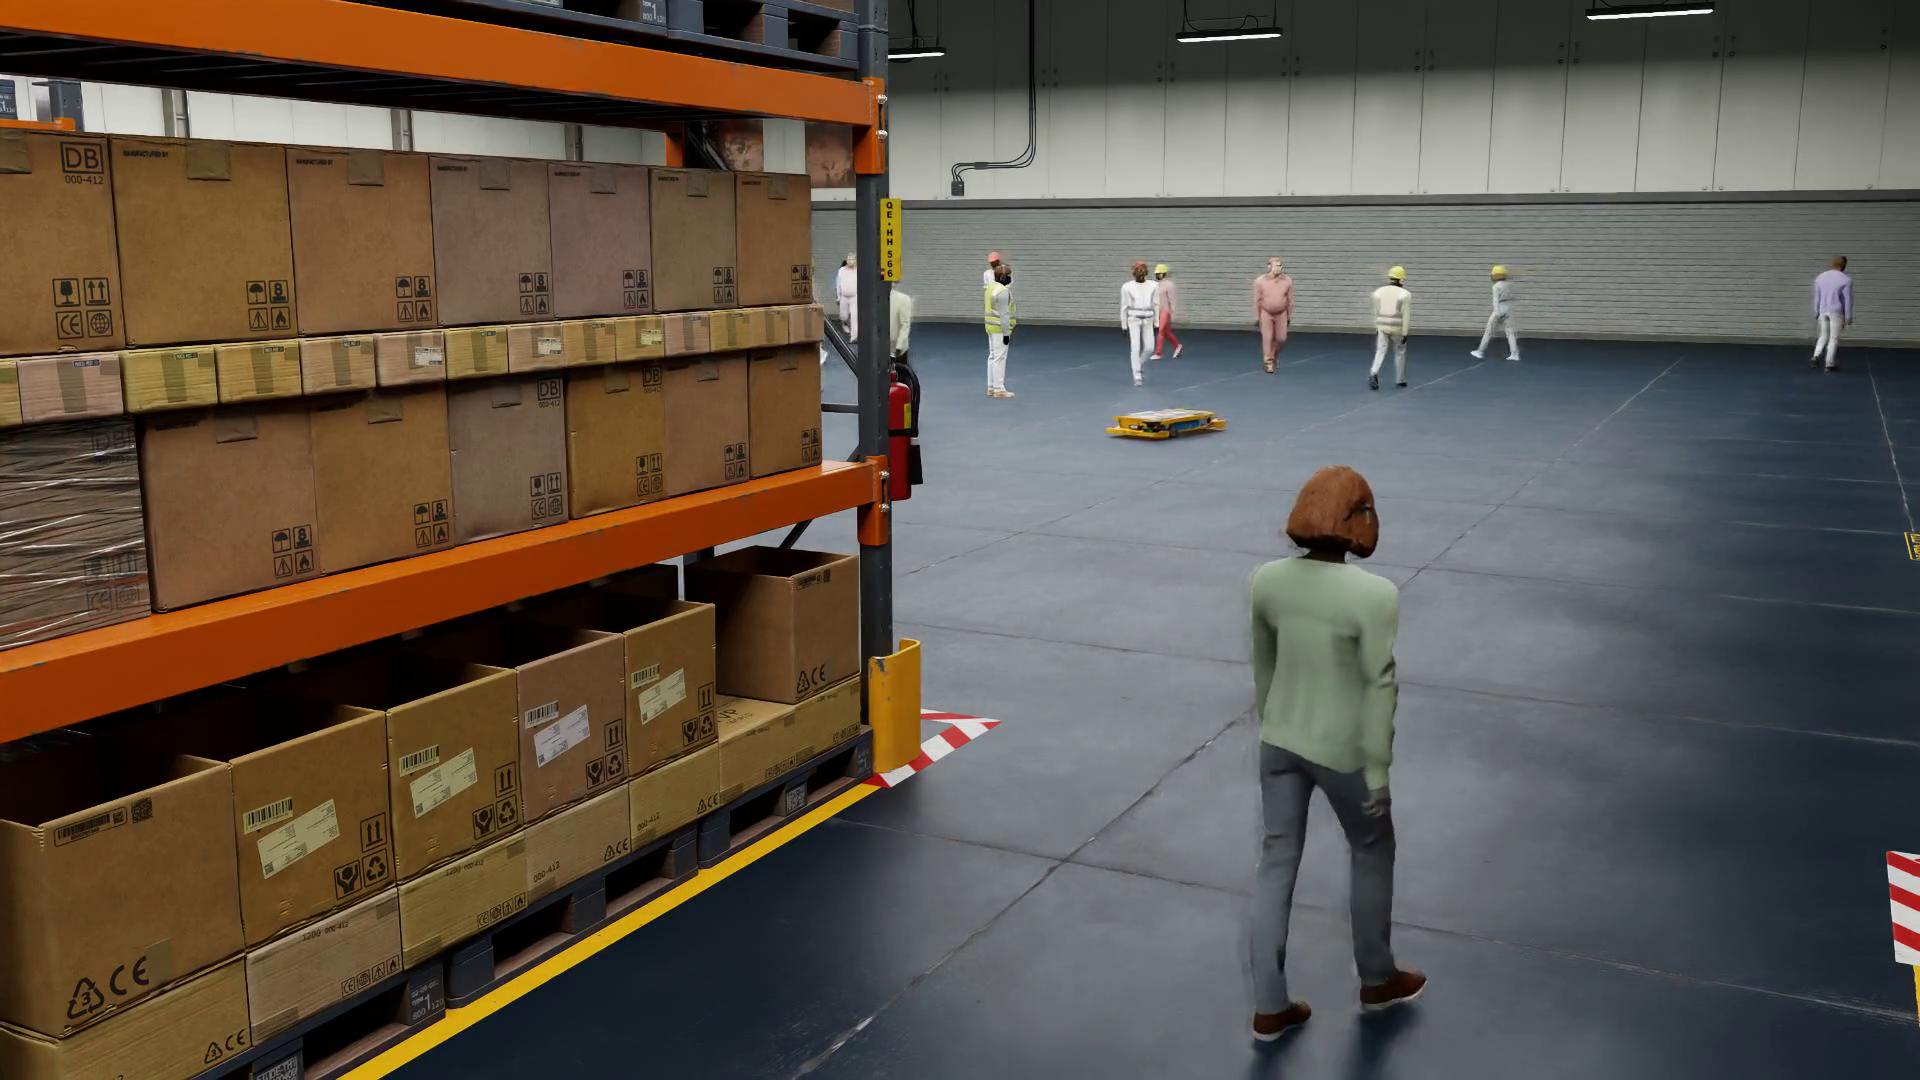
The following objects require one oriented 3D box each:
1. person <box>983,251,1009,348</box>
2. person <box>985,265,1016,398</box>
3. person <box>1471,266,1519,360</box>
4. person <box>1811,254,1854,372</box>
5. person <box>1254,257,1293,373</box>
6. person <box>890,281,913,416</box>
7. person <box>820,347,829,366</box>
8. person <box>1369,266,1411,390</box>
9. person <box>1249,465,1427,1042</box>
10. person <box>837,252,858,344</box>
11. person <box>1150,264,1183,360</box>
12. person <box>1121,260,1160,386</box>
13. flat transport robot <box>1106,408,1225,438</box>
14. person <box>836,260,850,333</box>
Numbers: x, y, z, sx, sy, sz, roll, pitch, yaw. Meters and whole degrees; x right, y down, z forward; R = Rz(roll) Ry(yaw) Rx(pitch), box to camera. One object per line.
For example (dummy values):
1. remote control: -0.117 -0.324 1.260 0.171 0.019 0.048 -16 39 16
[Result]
1. person: 0.736 -4.822 33.373 0.556 1.917 0.601 4 11 21
2. person: 0.564 -2.887 23.067 0.430 1.837 0.631 -3 11 -15
3. person: 9.754 -4.106 30.097 0.492 1.690 0.929 -7 13 -34
4. person: 14.324 -3.704 27.246 0.425 1.928 0.658 -5 12 -27
5. person: 5.117 -3.672 27.195 0.643 1.893 0.462 0 10 -3
6. person: -0.797 -2.231 19.236 0.581 1.938 1.073 3 11 16
7. person: -2.686 -3.861 28.221 0.899 1.896 0.592 1 10 4
8. person: 6.274 -3.087 24.235 0.595 1.803 0.805 8 13 38
9. person: 1.076 0.584 4.715 0.719 1.602 0.535 -9 14 -41
10. person: -2.230 -5.002 34.433 0.660 1.886 0.545 5 11 24
11. person: 3.751 -4.145 30.197 0.811 1.739 0.533 -6 12 -30
12. person: 2.691 -3.224 24.788 0.606 1.868 0.432 -1 10 -8
13. flat transport robot: 2.342 -1.333 18.840 0.652 0.197 1.431 9 14 41
14. person: -2.616 -5.603 38.279 0.533 1.677 0.671 -5 12 -27
